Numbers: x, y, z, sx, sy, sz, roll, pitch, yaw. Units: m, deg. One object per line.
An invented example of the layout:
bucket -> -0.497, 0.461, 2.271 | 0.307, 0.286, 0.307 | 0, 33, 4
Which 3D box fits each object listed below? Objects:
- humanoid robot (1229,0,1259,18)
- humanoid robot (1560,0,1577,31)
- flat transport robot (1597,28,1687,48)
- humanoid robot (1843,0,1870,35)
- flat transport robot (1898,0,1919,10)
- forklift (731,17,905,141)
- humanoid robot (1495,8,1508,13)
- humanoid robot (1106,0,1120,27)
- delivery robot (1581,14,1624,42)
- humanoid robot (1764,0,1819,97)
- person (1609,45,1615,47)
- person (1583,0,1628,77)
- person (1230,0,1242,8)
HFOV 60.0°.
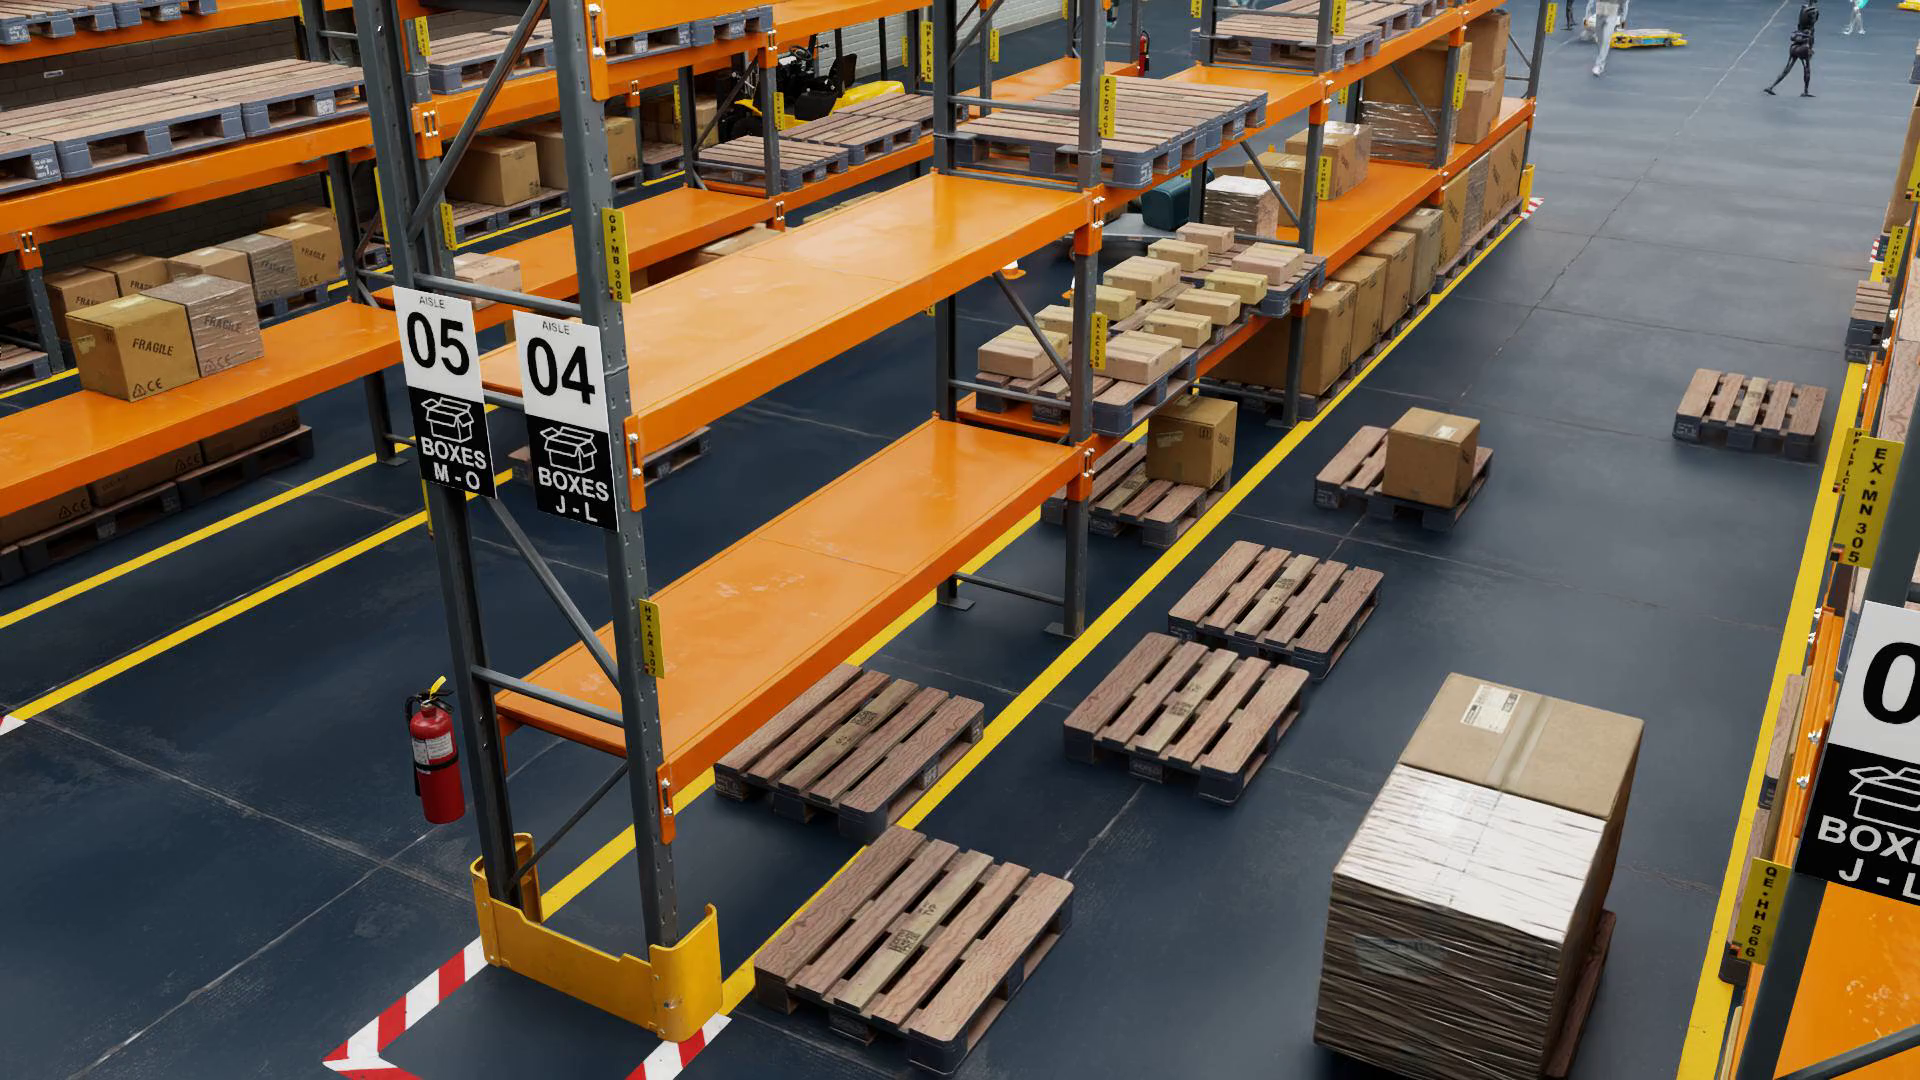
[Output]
humanoid robot -> 5.491, -10.655, 31.829 | 1.026, 1.751, 0.573 | 17, 31, 32
humanoid robot -> 11.709, -10.575, 31.686 | 0.598, 1.656, 0.327 | -23, 34, -39
flat transport robot -> 12.453, -9.150, 30.355 | 1.431, 0.231, 0.659 | -7, 26, -13
humanoid robot -> 16.936, -10.363, 31.270 | 0.810, 1.831, 0.568 | -14, 29, -27
flat transport robot -> 20.235, -11.143, 34.496 | 1.431, 0.231, 0.659 | -13, 28, -24
forklift -> -1.819, -5.975, 21.543 | 2.313, 2.155, 1.214 | 14, 29, 26
humanoid robot -> 7.578, -6.748, 23.741 | 0.353, 1.651, 0.608 | 4, 26, 8
humanoid robot -> 2.328, -8.757, 27.911 | 0.769, 1.828, 0.530 | -14, 29, -26
delivery robot -> 11.931, -9.552, 30.876 | 0.807, 0.609, 0.499 | -16, 30, -29
humanoid robot -> 13.036, -7.706, 25.810 | 0.783, 1.645, 0.600 | 2, 26, 3
person -> 11.869, -9.932, 30.024 | 0.368, 1.967, 0.600 | 10, 27, 19
person -> 10.598, -8.607, 27.378 | 0.622, 1.868, 0.969 | 20, 32, 36
person -> 5.486, -11.831, 34.052 | 0.725, 1.905, 0.660 | 11, 28, 21
